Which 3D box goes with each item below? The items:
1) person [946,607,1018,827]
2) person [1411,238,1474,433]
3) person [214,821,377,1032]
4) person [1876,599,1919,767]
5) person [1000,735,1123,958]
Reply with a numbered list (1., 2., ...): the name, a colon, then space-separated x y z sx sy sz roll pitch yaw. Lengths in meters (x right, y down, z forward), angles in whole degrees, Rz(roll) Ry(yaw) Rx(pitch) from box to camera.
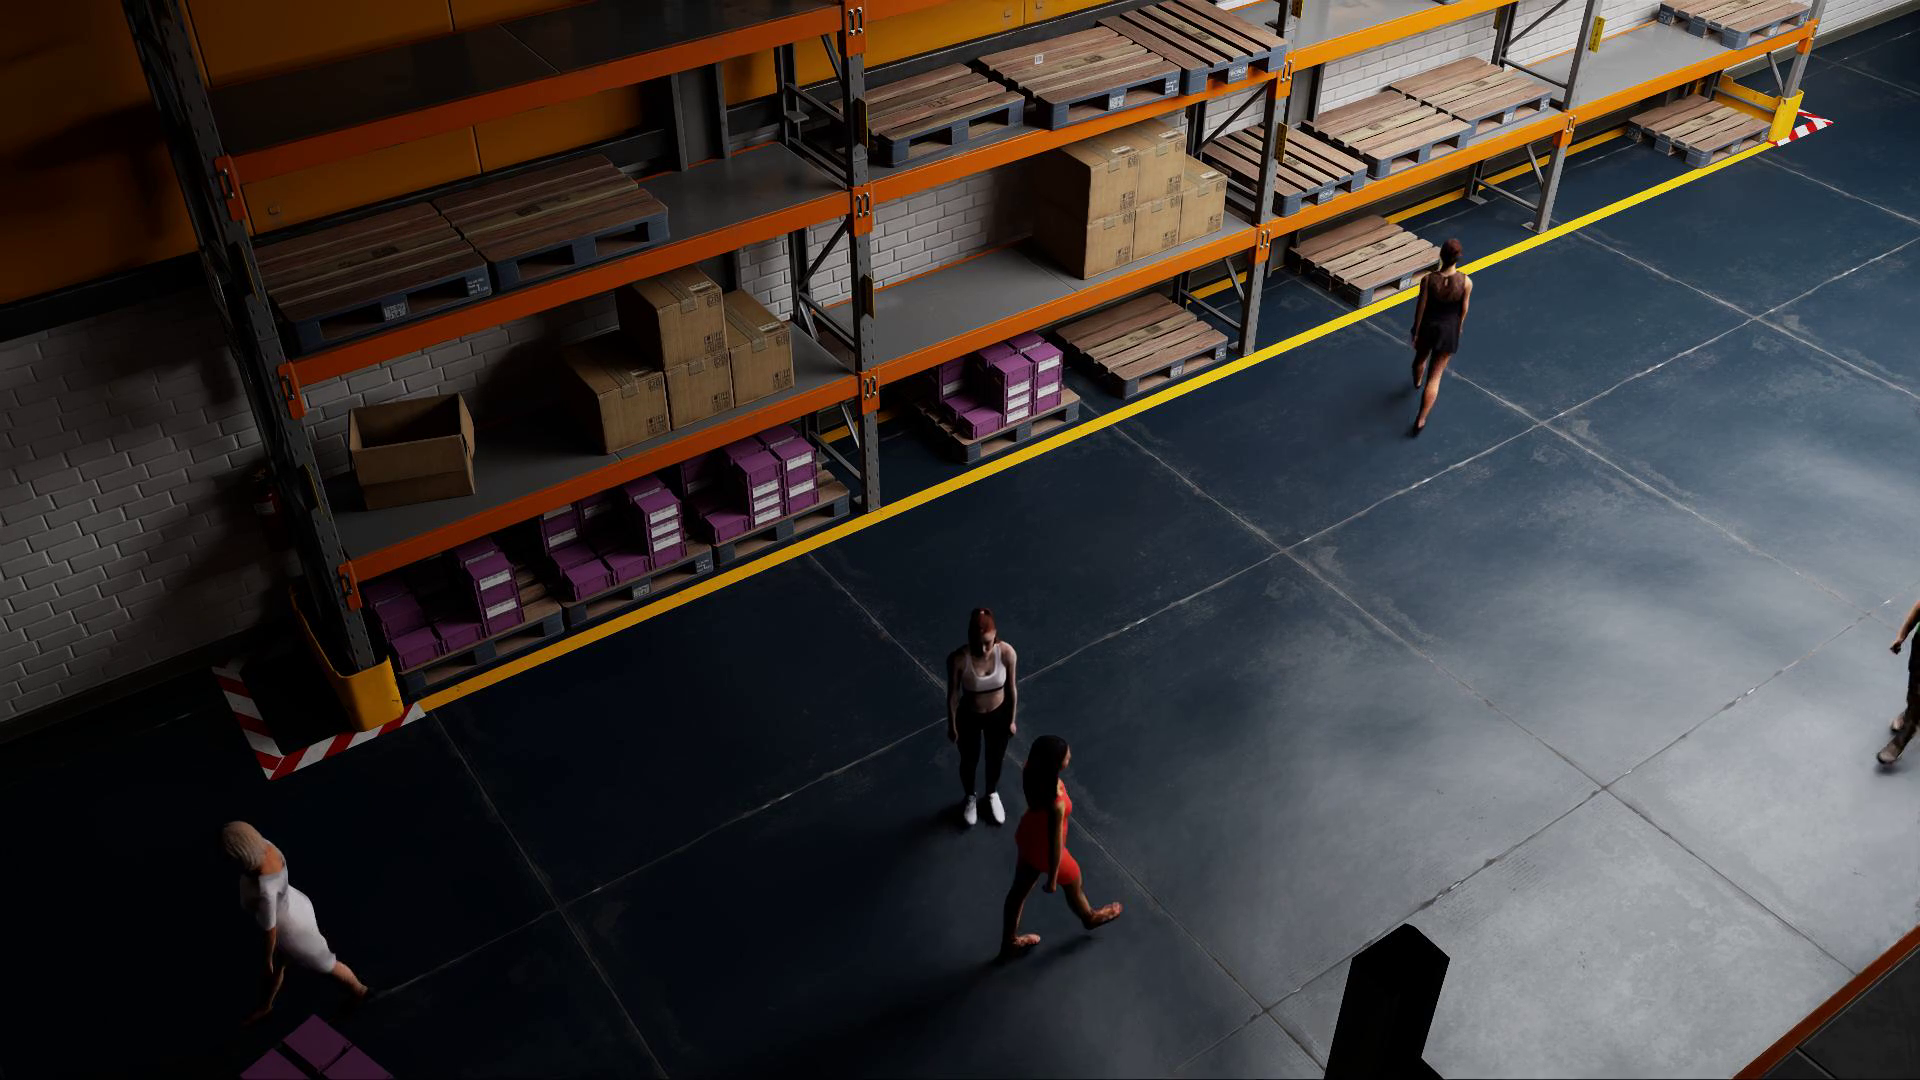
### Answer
1. person: 0.133 1.072 10.135 0.624 1.742 0.729 -6 39 -8
2. person: 3.901 -1.648 13.631 0.997 1.630 1.155 12 40 15
3. person: -3.504 2.057 8.929 1.044 1.709 0.696 -15 41 -18
4. person: 6.381 0.643 10.767 0.911 1.625 0.570 -24 44 -27
5. person: 0.384 1.757 9.318 0.996 1.692 0.628 -21 43 -24
